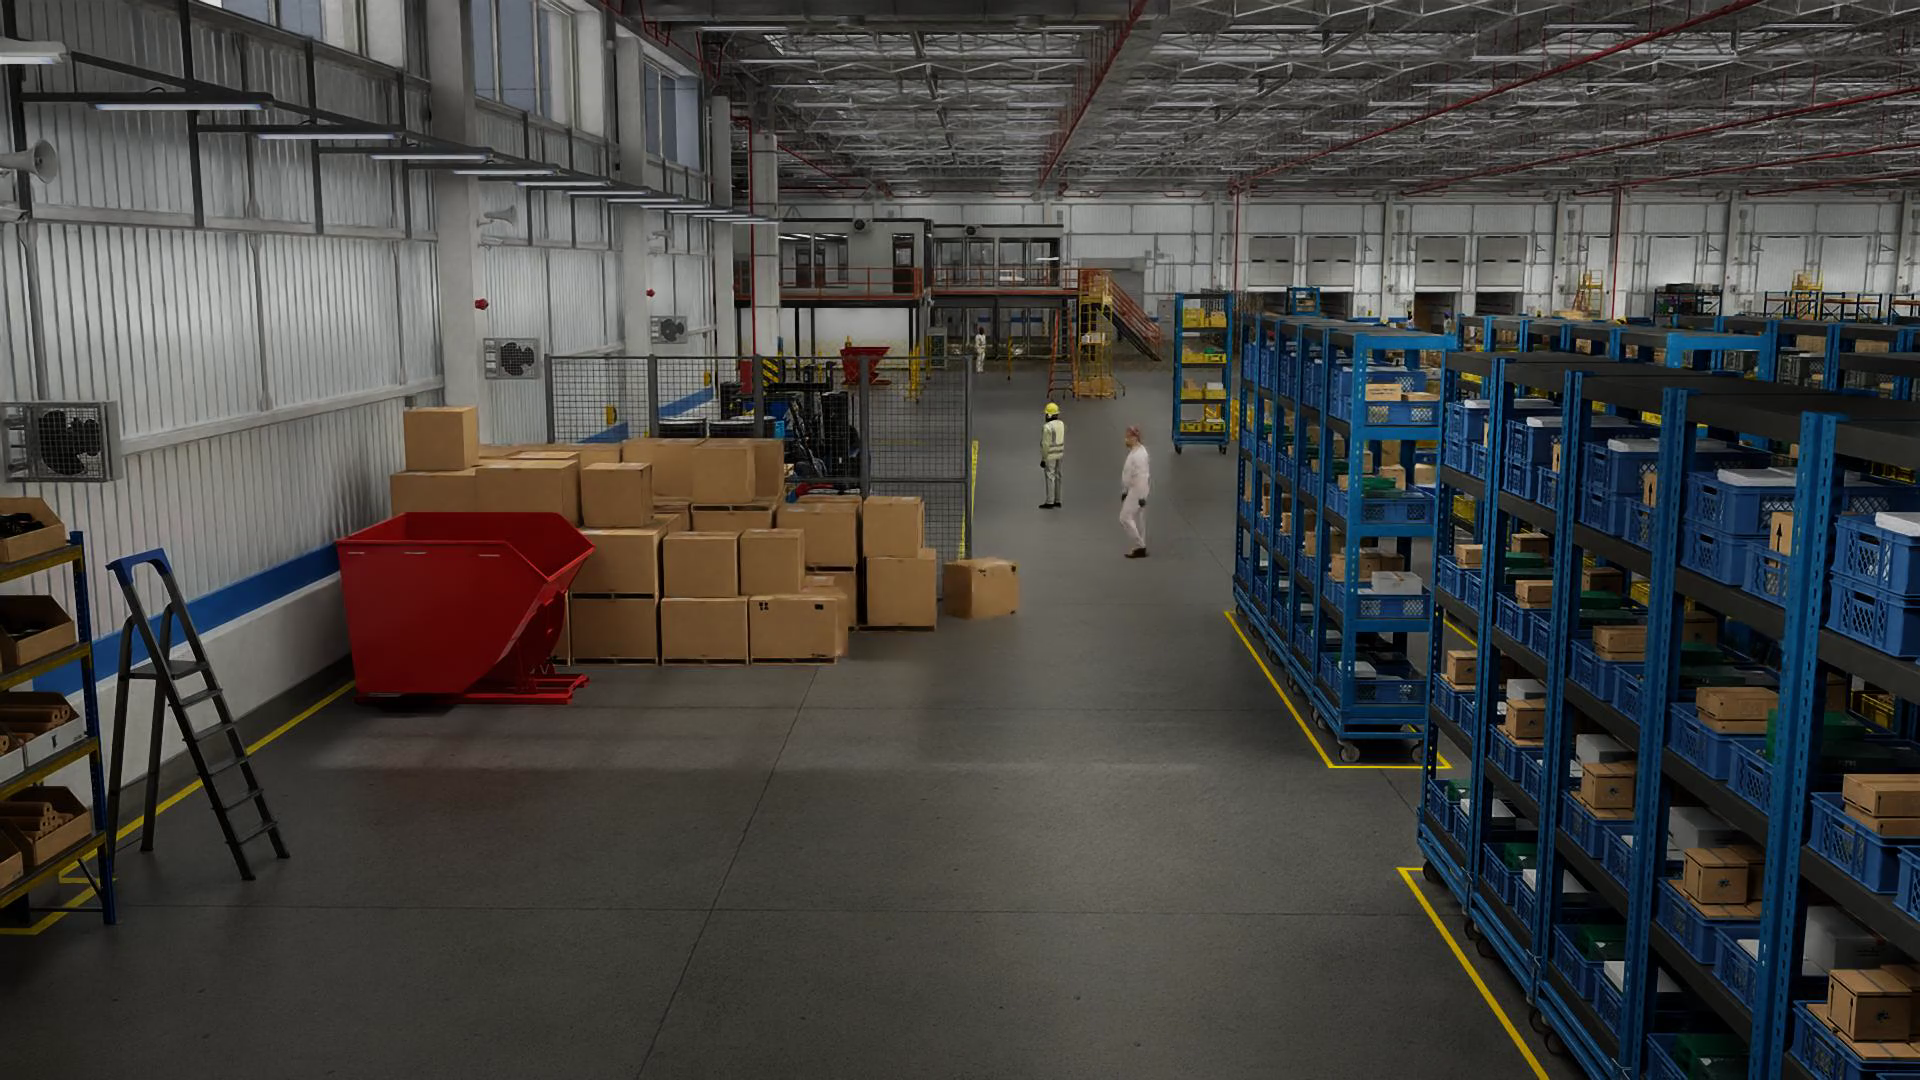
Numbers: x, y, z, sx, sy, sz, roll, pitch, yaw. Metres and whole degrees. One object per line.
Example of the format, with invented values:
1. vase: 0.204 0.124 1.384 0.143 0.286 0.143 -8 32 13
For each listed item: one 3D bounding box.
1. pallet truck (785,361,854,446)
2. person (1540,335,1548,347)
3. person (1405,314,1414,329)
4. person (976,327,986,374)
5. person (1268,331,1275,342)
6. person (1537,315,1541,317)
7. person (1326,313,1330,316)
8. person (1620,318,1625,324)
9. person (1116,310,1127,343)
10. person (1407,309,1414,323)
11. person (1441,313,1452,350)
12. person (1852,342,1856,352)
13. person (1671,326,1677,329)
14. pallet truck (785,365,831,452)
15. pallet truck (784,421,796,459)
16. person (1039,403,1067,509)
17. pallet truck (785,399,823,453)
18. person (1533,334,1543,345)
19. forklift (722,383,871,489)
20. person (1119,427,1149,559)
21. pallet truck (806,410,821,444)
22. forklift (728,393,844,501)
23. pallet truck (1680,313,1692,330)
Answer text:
1. pallet truck: -3.410 -3.193 38.978 1.885 1.965 0.823 0 9 -1
2. person: 25.108 -8.351 71.508 0.311 1.769 0.525 8 12 42
3. person: 23.357 -10.804 86.403 0.429 1.846 0.627 2 9 13
4. person: 0.827 -7.498 65.879 0.337 1.882 0.584 6 11 34
5. person: 10.953 -6.344 58.443 1.077 1.987 0.628 7 11 36
6. person: 31.375 -11.356 90.254 0.317 1.696 0.538 4 10 22
7. person: 19.027 -10.827 86.287 0.434 1.923 0.642 -4 10 -21
8. person: 30.921 -9.432 77.730 0.591 1.915 0.396 5 11 30
9. person: 9.179 -12.153 94.618 0.602 1.878 0.457 4 10 23
10. person: 25.611 -12.189 94.718 0.395 1.920 0.584 7 12 37
11. person: 25.134 -10.763 85.843 0.402 1.941 0.602 -2 9 -13
12. person: 32.261 -6.617 60.274 0.366 1.939 0.542 6 11 33
13. person: 29.628 -8.030 69.294 0.796 1.845 0.527 -6 11 -32
14. pallet truck: -3.774 -2.976 37.635 1.885 1.965 0.823 1 9 5
15. pallet truck: -4.013 -1.793 32.705 1.601 1.201 0.680 0 9 1
16. person: 1.581 -1.449 28.715 0.404 1.837 0.590 7 11 36
17. pallet truck: -3.814 -2.432 36.419 1.630 1.274 0.653 0 9 1
18. person: 24.130 -8.179 69.744 0.626 1.991 0.380 0 9 1
19. forklift: -2.893 -1.687 28.729 2.680 1.987 1.157 0 9 -1
20. person: 2.482 -0.667 23.741 0.453 1.885 0.635 1 9 5
21. pallet truck: -3.559 -2.018 33.905 1.522 1.261 0.704 0 9 -1
22. forklift: -2.979 -1.316 26.476 2.680 1.987 1.157 0 9 1
23. pallet truck: 36.315 -10.531 84.244 0.823 1.965 1.885 -6 11 -33
